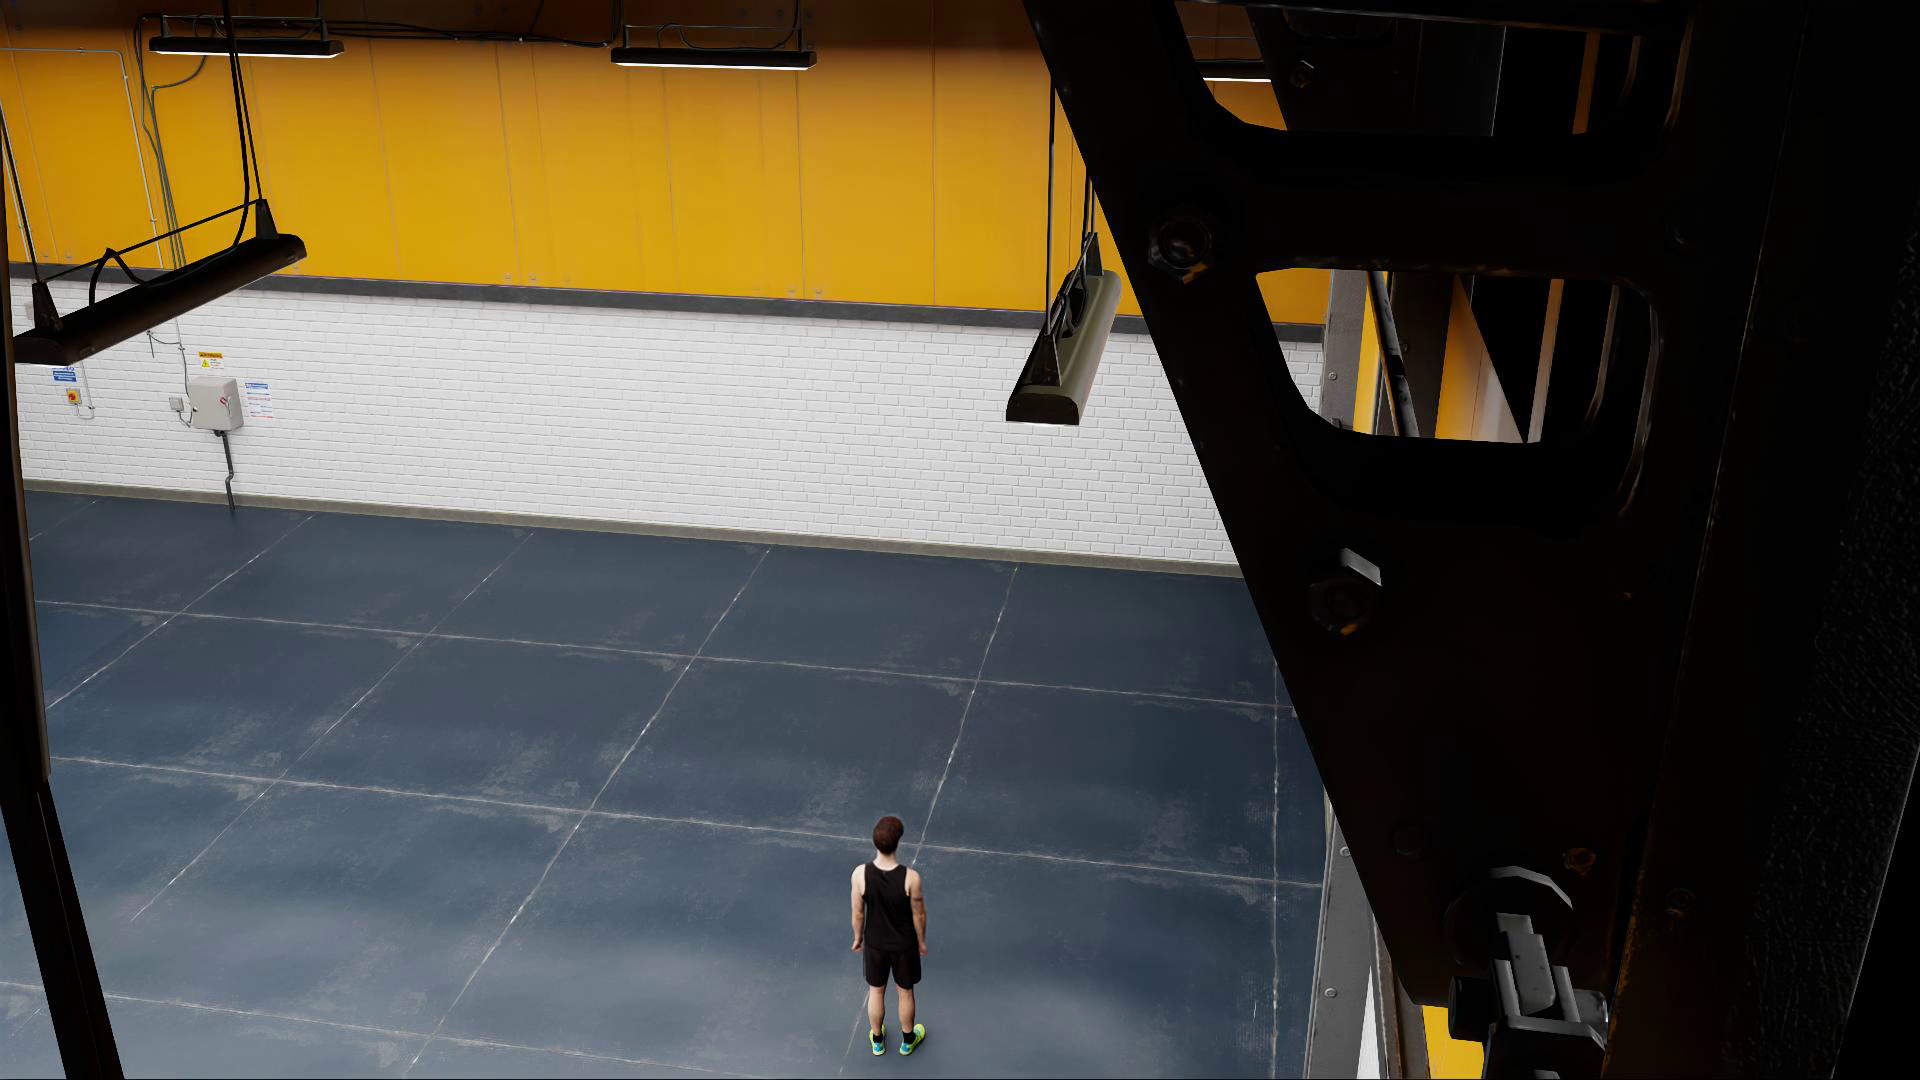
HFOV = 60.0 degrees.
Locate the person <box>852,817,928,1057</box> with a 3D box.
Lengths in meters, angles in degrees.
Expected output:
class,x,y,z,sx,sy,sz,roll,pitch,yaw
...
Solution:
class,x,y,z,sx,sy,sz,roll,pitch,yaw
person,-0.486,2.763,11.540,0.687,1.892,0.588,3,24,6
